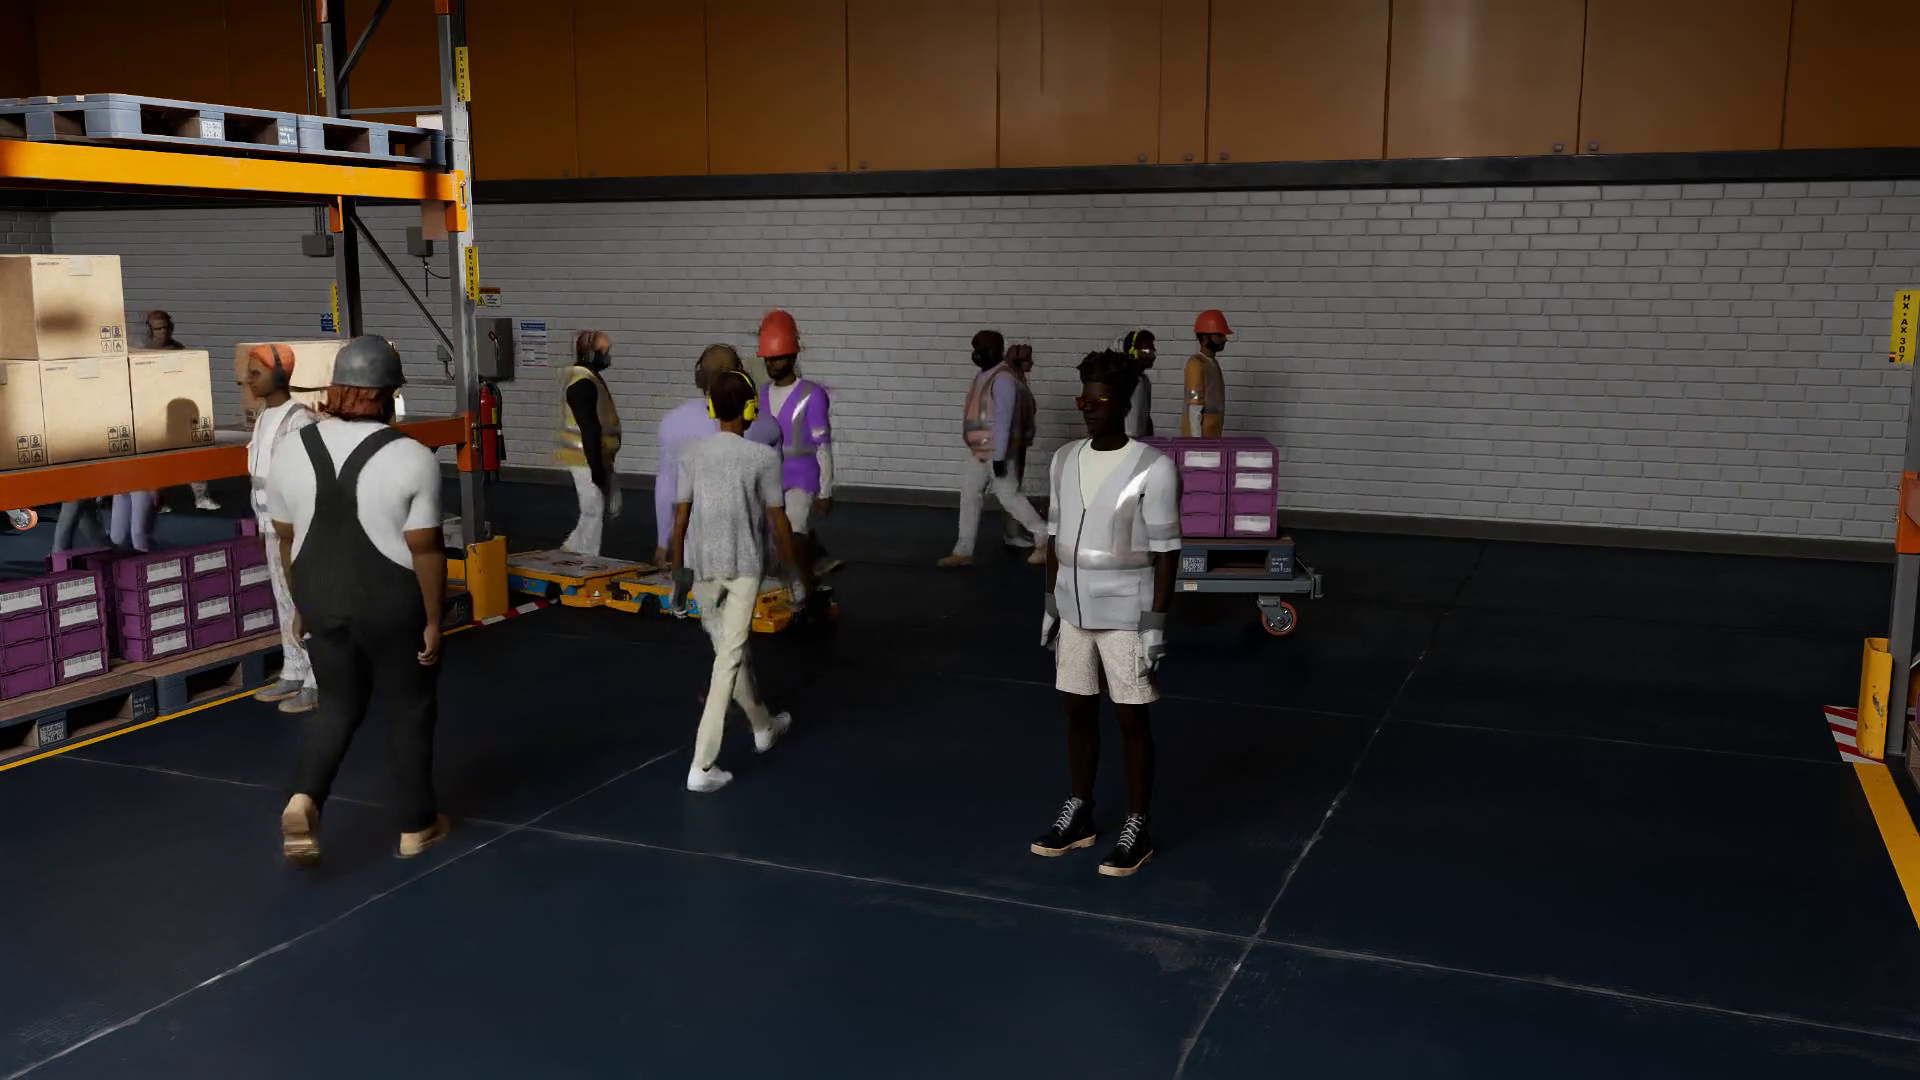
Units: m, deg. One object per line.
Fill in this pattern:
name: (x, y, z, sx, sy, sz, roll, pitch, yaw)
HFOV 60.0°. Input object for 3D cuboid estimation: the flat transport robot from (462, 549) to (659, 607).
flat transport robot: (-2.771, 0.246, 11.502, 1.431, 0.197, 0.652, 7, 12, 37)

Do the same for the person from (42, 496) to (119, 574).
person: (-5.959, -0.345, 11.091, 0.524, 1.580, 0.870, 7, 12, 36)

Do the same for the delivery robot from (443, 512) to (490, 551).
delivery robot: (-3.776, -0.030, 12.030, 0.707, 0.478, 0.477, 3, 10, 15)

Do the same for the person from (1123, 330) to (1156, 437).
person: (1.212, -0.607, 12.021, 0.989, 1.820, 0.537, 5, 11, 29)

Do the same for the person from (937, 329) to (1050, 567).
person: (0.318, -0.685, 12.529, 0.914, 1.809, 0.636, -3, 10, -17)

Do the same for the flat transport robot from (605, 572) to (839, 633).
flat transport robot: (-1.549, 0.369, 10.753, 1.431, 0.197, 0.652, 6, 11, 33)

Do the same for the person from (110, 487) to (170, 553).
person: (-5.272, -0.375, 10.777, 0.537, 1.747, 0.520, 7, 11, 35)

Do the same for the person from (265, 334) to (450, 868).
person: (-2.231, 0.236, 6.213, 0.684, 2.000, 0.741, 1, 9, 7)

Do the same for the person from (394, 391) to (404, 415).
person: (-4.012, -0.455, 11.271, 0.528, 1.760, 0.338, -6, 11, -30)

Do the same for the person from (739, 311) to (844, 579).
person: (-1.297, -0.652, 11.878, 0.643, 1.935, 1.032, -9, 13, -43)

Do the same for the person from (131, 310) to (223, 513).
person: (-7.158, -1.145, 15.125, 0.893, 1.860, 0.657, 5, 11, 27)

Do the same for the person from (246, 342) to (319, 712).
person: (-3.449, -0.068, 8.527, 0.343, 1.882, 0.583, -9, 13, -43)

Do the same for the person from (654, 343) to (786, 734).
person: (-1.121, -0.002, 8.116, 0.633, 1.904, 0.906, -6, 11, -33)

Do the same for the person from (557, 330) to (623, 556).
person: (-2.599, -0.567, 11.750, 0.432, 1.824, 0.632, -1, 9, -6)

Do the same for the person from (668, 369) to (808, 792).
person: (-0.981, 0.156, 7.416, 0.537, 1.802, 1.006, 4, 10, 24)

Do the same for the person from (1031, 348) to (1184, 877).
person: (0.543, 0.267, 6.252, 0.608, 1.964, 0.365, 9, 13, 42)

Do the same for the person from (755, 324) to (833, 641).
person: (-1.036, -0.330, 10.000, 0.551, 1.918, 0.459, 7, 12, 37)

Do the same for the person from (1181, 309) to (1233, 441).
person: (1.886, -0.787, 12.720, 0.375, 1.939, 0.546, 4, 10, 23)

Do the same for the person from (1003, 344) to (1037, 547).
person: (0.468, -0.765, 13.498, 0.310, 1.639, 0.514, 0, 9, 2)
